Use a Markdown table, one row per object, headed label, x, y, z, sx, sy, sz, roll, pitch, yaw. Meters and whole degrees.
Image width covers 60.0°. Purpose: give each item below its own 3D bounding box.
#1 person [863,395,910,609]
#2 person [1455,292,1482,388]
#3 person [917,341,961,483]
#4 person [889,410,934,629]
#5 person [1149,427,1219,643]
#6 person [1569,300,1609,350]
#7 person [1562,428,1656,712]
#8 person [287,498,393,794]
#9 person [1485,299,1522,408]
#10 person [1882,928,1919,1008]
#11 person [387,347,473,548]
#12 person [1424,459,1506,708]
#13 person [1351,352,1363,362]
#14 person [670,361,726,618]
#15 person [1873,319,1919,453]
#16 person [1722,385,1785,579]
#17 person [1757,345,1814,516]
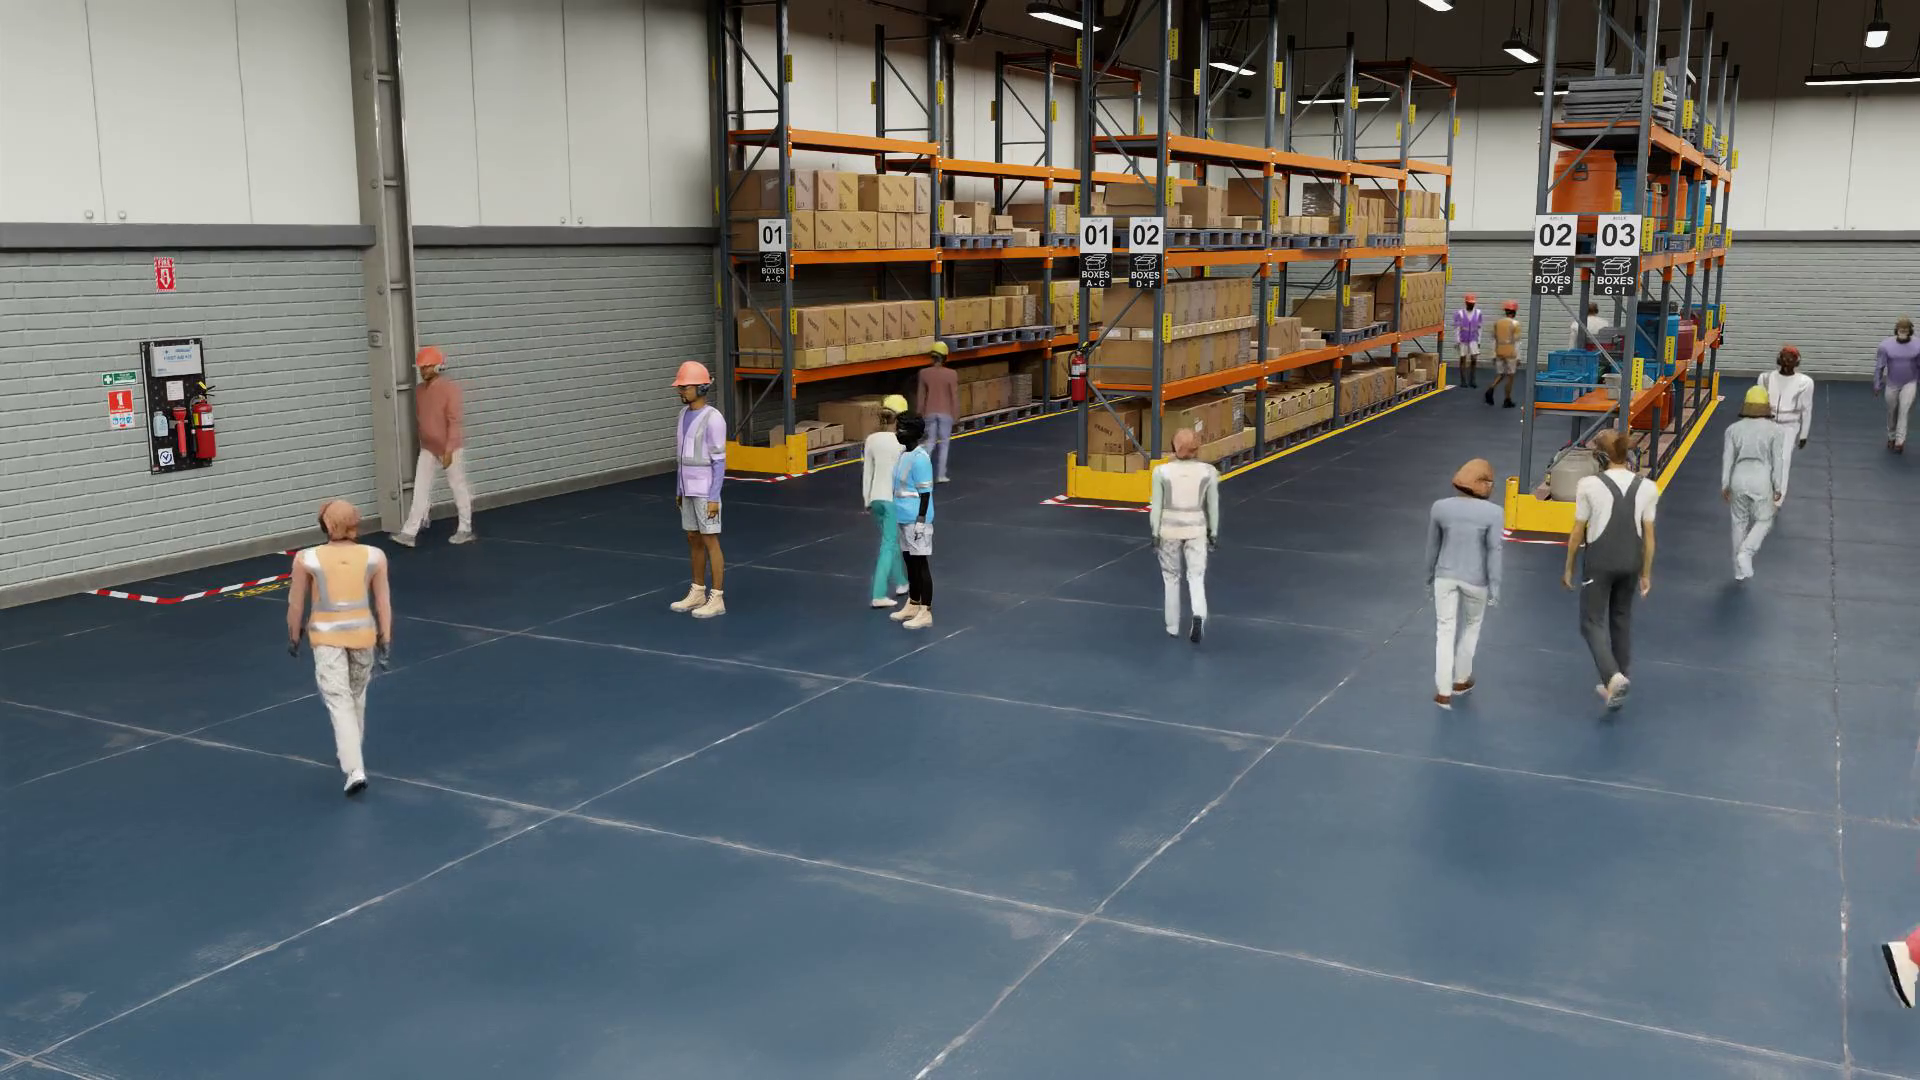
| label | x | y | z | sx | sy | sz | roll | pitch | yaw |
| --- | --- | --- | --- | --- | --- | --- | --- | --- | --- |
| person | -0.490 | -0.326 | 13.709 | 0.521 | 1.729 | 0.808 | 9 | 14 | 41 |
| person | 10.114 | -3.964 | 33.057 | 0.545 | 1.905 | 0.729 | 1 | 10 | 5 |
| person | -0.262 | -1.551 | 20.331 | 0.531 | 1.754 | 0.431 | 5 | 12 | 26 |
| person | -0.374 | -0.162 | 12.911 | 0.316 | 1.695 | 0.541 | -4 | 11 | -19 |
| person | 1.675 | -0.030 | 12.406 | 0.521 | 1.619 | 0.643 | 0 | 10 | 1 |
| person | 10.706 | -3.108 | 28.328 | 0.657 | 1.928 | 0.416 | 7 | 12 | 33 |
| person | 4.176 | 0.208 | 10.591 | 0.547 | 1.816 | 0.650 | -1 | 10 | -4 |
| person | -3.401 | 0.568 | 9.200 | 0.524 | 1.601 | 0.856 | -7 | 13 | -35 |
| person | 9.582 | -3.267 | 29.239 | 0.555 | 1.923 | 0.554 | -7 | 12 | -33 |
| person | 3.960 | 1.003 | 6.422 | 0.650 | 1.753 | 0.533 | 1 | 10 | 4 |
| person | -5.132 | -0.883 | 16.119 | 0.633 | 1.946 | 0.999 | 6 | 12 | 28 |
| person | 3.277 | 0.265 | 10.836 | 0.547 | 1.590 | 0.699 | 5 | 12 | 28 |
| person | 8.028 | -4.086 | 33.897 | 0.831 | 1.857 | 0.580 | -6 | 12 | -29 |
| person | -2.098 | -0.400 | 13.265 | 0.379 | 2.044 | 0.607 | -9 | 14 | -40 |
| person | 13.299 | -2.192 | 23.524 | 0.647 | 1.884 | 0.962 | 7 | 13 | 34 |
| person | 6.918 | -0.487 | 14.573 | 0.504 | 1.726 | 0.503 | 9 | 14 | 41 |
| person | 9.013 | -1.216 | 18.238 | 0.583 | 1.857 | 0.816 | 9 | 14 | 40 |
